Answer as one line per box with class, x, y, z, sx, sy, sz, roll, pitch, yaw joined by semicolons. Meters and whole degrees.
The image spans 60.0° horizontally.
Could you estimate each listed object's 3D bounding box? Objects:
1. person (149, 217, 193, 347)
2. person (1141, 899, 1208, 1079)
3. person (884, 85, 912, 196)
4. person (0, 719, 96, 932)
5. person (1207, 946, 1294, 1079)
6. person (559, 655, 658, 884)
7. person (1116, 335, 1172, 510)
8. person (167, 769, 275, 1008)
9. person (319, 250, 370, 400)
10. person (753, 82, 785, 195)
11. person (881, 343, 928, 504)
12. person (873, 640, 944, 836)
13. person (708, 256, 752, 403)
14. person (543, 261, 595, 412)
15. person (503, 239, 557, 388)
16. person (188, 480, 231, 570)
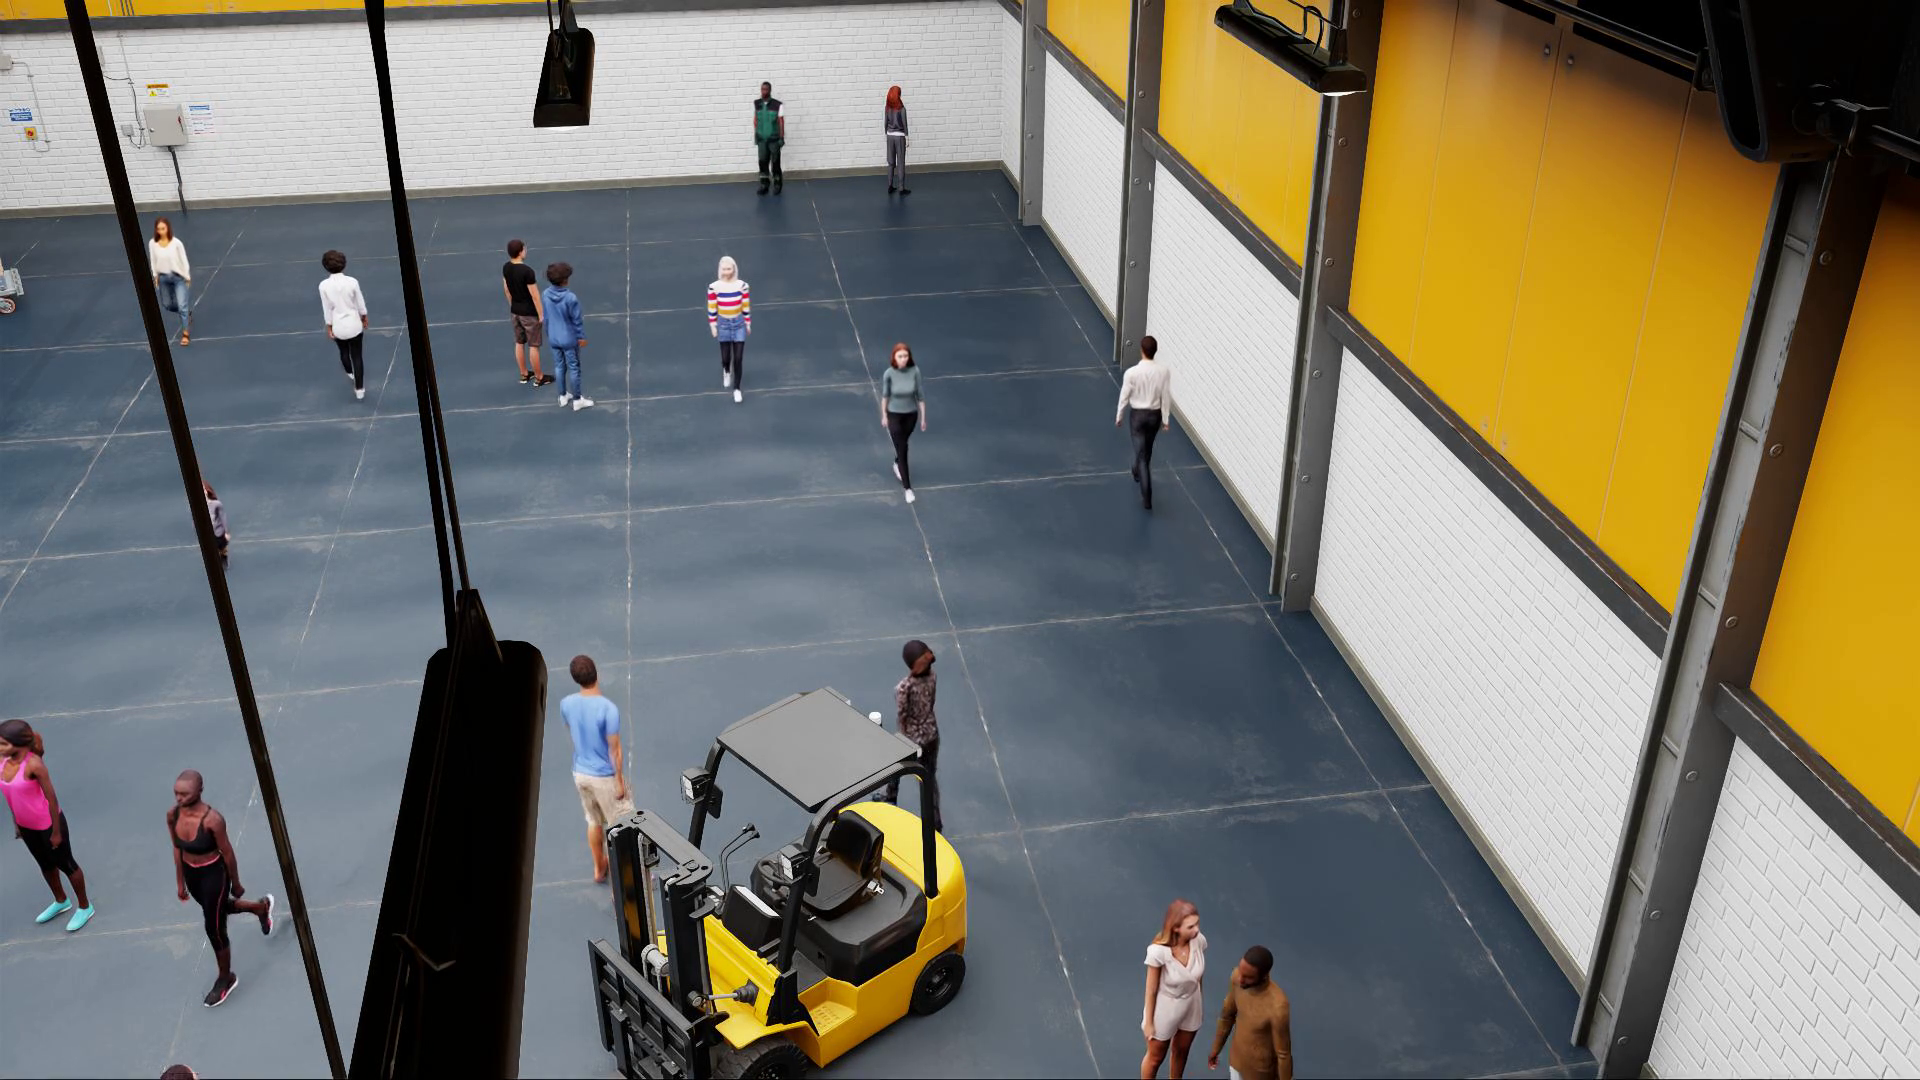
person;-10.239;-3.412;21.686;0.679;1.670;0.862;-2;29;-3
person;1.306;2.862;10.159;0.623;1.695;0.618;-12;31;-21
person;-1.050;-6.593;27.405;0.645;1.779;0.695;17;33;28
person;-6.479;1.987;11.733;0.651;1.723;0.689;10;30;17
person;1.808;3.021;9.763;0.771;1.794;0.661;-13;31;-23
person;-2.625;1.738;12.083;0.958;1.826;0.952;21;35;33
person;1.965;-1.202;17.478;0.707;1.822;1.210;-4;29;-7
person;-5.013;2.236;11.267;0.921;1.733;1.148;9;30;16
person;-7.377;-2.553;20.017;0.734;1.761;1.133;-9;30;-16
person;-3.150;-6.623;27.397;0.770;1.839;0.750;7;29;13
person;-0.625;-1.311;17.822;0.679;1.683;1.209;-8;30;-14
person;-0.265;1.548;12.575;0.879;1.687;1.035;-23;36;-35
person;-2.746;-2.574;20.017;0.662;1.799;0.788;-6;29;-11
person;-4.703;-2.437;19.758;0.781;1.806;0.798;9;30;16
person;-5.336;-2.795;20.357;0.764;1.861;0.802;15;32;26
person;-7.306;-0.106;16.232;0.575;1.090;0.811;-11;31;-20
